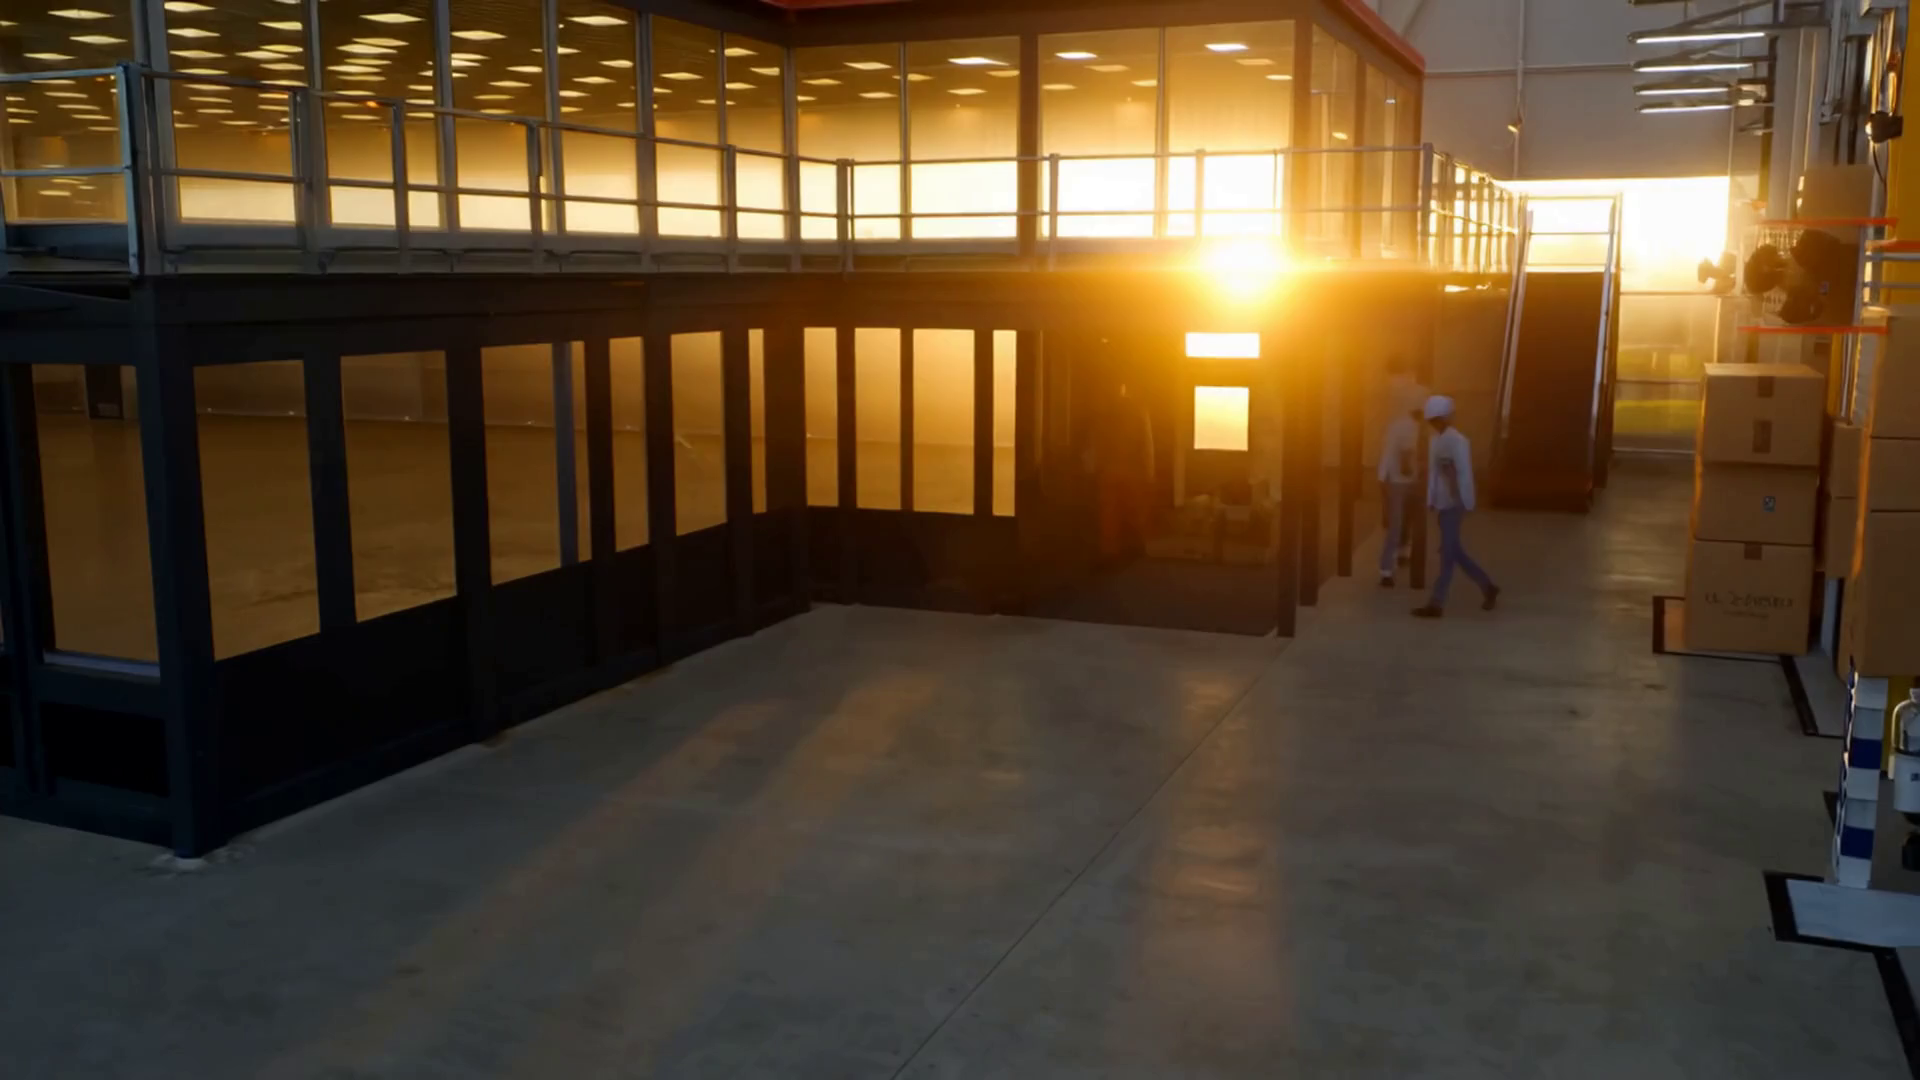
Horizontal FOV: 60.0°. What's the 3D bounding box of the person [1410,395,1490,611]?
[{"bbox_3d":[4.498,-0.335,15.030,0.826,1.949,0.679,-2,9,-13],"label":"person"}]
